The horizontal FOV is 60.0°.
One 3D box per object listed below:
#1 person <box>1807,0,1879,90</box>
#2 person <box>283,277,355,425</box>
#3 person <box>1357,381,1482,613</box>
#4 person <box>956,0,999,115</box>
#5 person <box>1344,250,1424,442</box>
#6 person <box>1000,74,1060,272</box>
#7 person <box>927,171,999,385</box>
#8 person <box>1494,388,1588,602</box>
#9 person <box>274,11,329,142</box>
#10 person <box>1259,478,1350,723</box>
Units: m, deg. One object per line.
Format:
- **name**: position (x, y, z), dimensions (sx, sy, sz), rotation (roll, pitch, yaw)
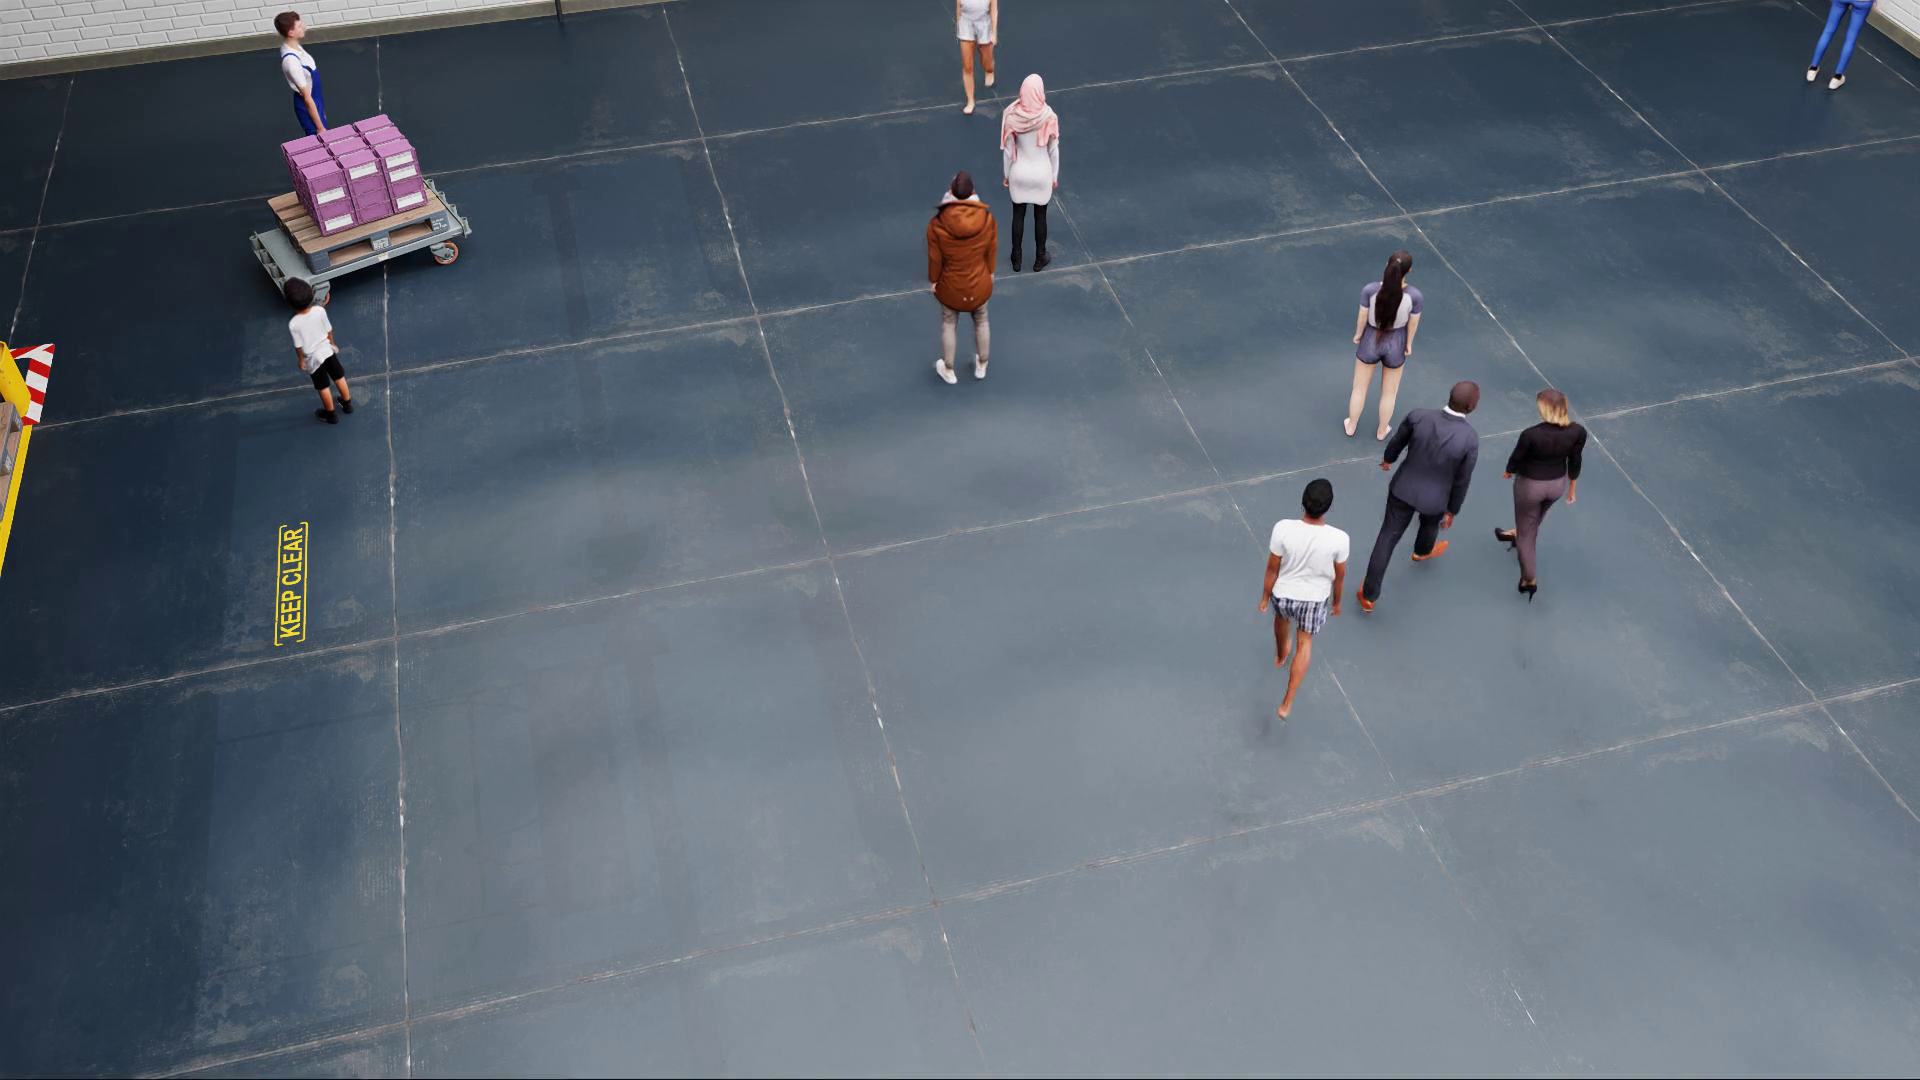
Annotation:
- **person**: position (8.725, -5.291, 16.230), dimensions (0.678, 1.765, 0.783), rotation (31, 52, 28)
- **person**: position (-4.849, -1.433, 12.545), dimensions (0.629, 1.262, 0.580), rotation (29, 51, 27)
- **person**: position (3.002, -0.252, 10.933), dimensions (1.256, 1.777, 1.296), rotation (21, 48, 21)
- **person**: position (0.172, -4.940, 15.985), dimensions (0.787, 1.595, 0.928), rotation (9, 44, 10)
- **person**: position (3.121, -1.427, 12.258), dimensions (0.673, 1.650, 0.684), rotation (11, 45, 11)
- **person**: position (0.589, -3.044, 13.843), dimensions (0.724, 1.804, 0.726), rotation (5, 44, 6)
- **person**: position (0.029, -1.994, 12.716), dimensions (0.700, 1.839, 0.692), rotation (-9, 44, -9)
- **person**: position (3.864, -0.248, 11.033), dimensions (0.654, 1.632, 0.882), rotation (-5, 44, -5)
- **person**: position (-5.672, -3.744, 14.544), dimensions (0.704, 1.850, 0.520), rotation (-14, 45, -14)
- **person**: position (2.099, 0.391, 10.307), dimensions (1.015, 1.708, 1.176), rotation (13, 45, 13)
